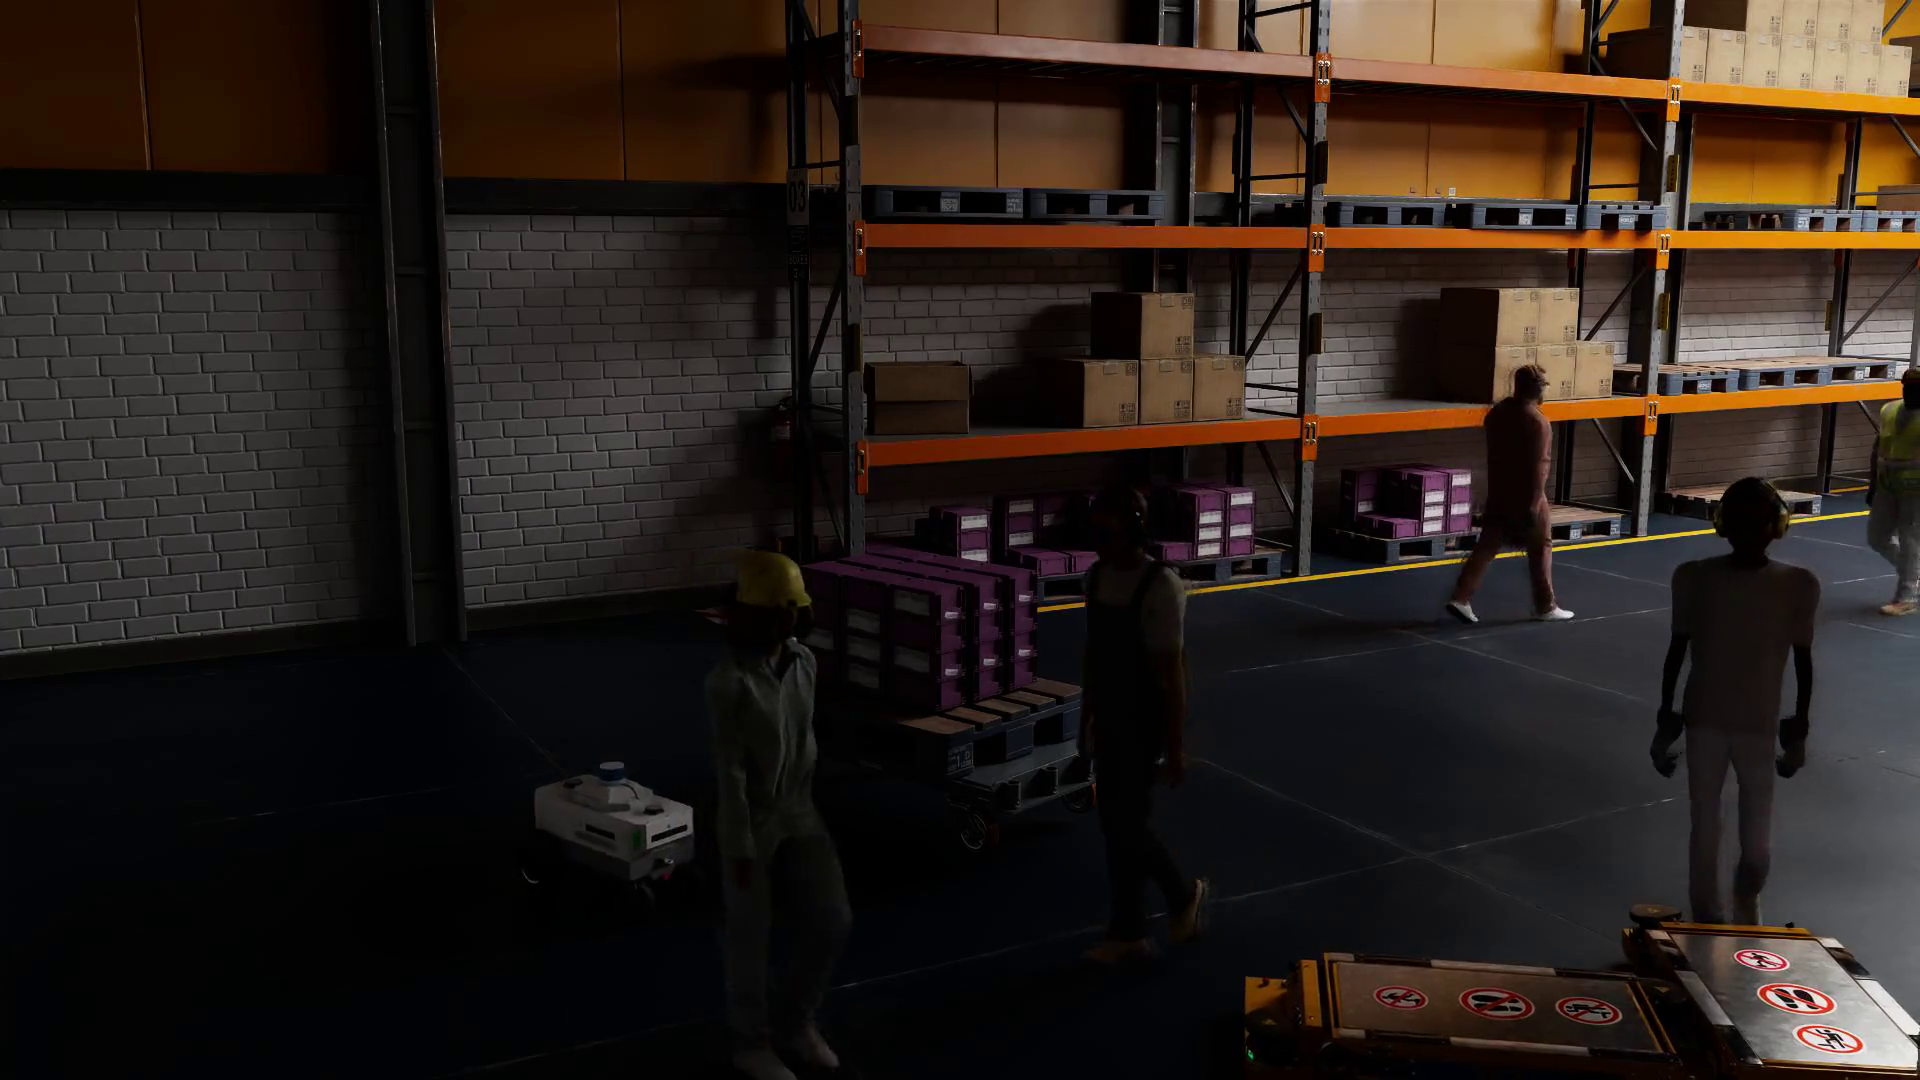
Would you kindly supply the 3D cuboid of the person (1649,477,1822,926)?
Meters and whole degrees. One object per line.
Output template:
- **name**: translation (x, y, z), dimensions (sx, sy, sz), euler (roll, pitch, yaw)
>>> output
- **person**: translation (2.808, 0.678, 6.076), dimensions (0.519, 1.856, 0.461), euler (5, 11, 27)

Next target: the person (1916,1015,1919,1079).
- **person**: translation (2.213, 1.147, 3.460), dimensions (0.659, 1.817, 0.449), euler (-6, 12, -33)

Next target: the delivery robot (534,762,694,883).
- **delivery robot**: translation (-1.416, 1.153, 6.810), dimensions (0.707, 0.478, 0.477), euler (8, 13, 39)

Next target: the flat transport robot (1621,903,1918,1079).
- **flat transport robot**: translation (2.718, 1.569, 5.499), dimensions (0.652, 0.197, 1.431), euler (1, 10, 7)

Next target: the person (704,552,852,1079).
- **person**: translation (-0.577, 0.893, 5.199), dimensions (0.450, 1.729, 0.489), euler (9, 13, 41)

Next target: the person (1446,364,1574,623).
- **person**: translation (3.920, -0.319, 11.795), dimensions (0.958, 1.869, 0.649), euler (-4, 11, -23)

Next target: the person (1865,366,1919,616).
- **person**: translation (6.944, -0.358, 12.126), dimensions (0.513, 1.823, 0.645), euler (-4, 11, -21)

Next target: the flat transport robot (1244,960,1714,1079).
- **flat transport robot**: translation (1.649, 1.588, 5.389), dimensions (1.431, 0.197, 0.652), euler (2, 10, 10)

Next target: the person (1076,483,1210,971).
- **person**: translation (0.645, 0.690, 6.088), dimensions (0.467, 1.823, 0.557), euler (-7, 12, -34)
